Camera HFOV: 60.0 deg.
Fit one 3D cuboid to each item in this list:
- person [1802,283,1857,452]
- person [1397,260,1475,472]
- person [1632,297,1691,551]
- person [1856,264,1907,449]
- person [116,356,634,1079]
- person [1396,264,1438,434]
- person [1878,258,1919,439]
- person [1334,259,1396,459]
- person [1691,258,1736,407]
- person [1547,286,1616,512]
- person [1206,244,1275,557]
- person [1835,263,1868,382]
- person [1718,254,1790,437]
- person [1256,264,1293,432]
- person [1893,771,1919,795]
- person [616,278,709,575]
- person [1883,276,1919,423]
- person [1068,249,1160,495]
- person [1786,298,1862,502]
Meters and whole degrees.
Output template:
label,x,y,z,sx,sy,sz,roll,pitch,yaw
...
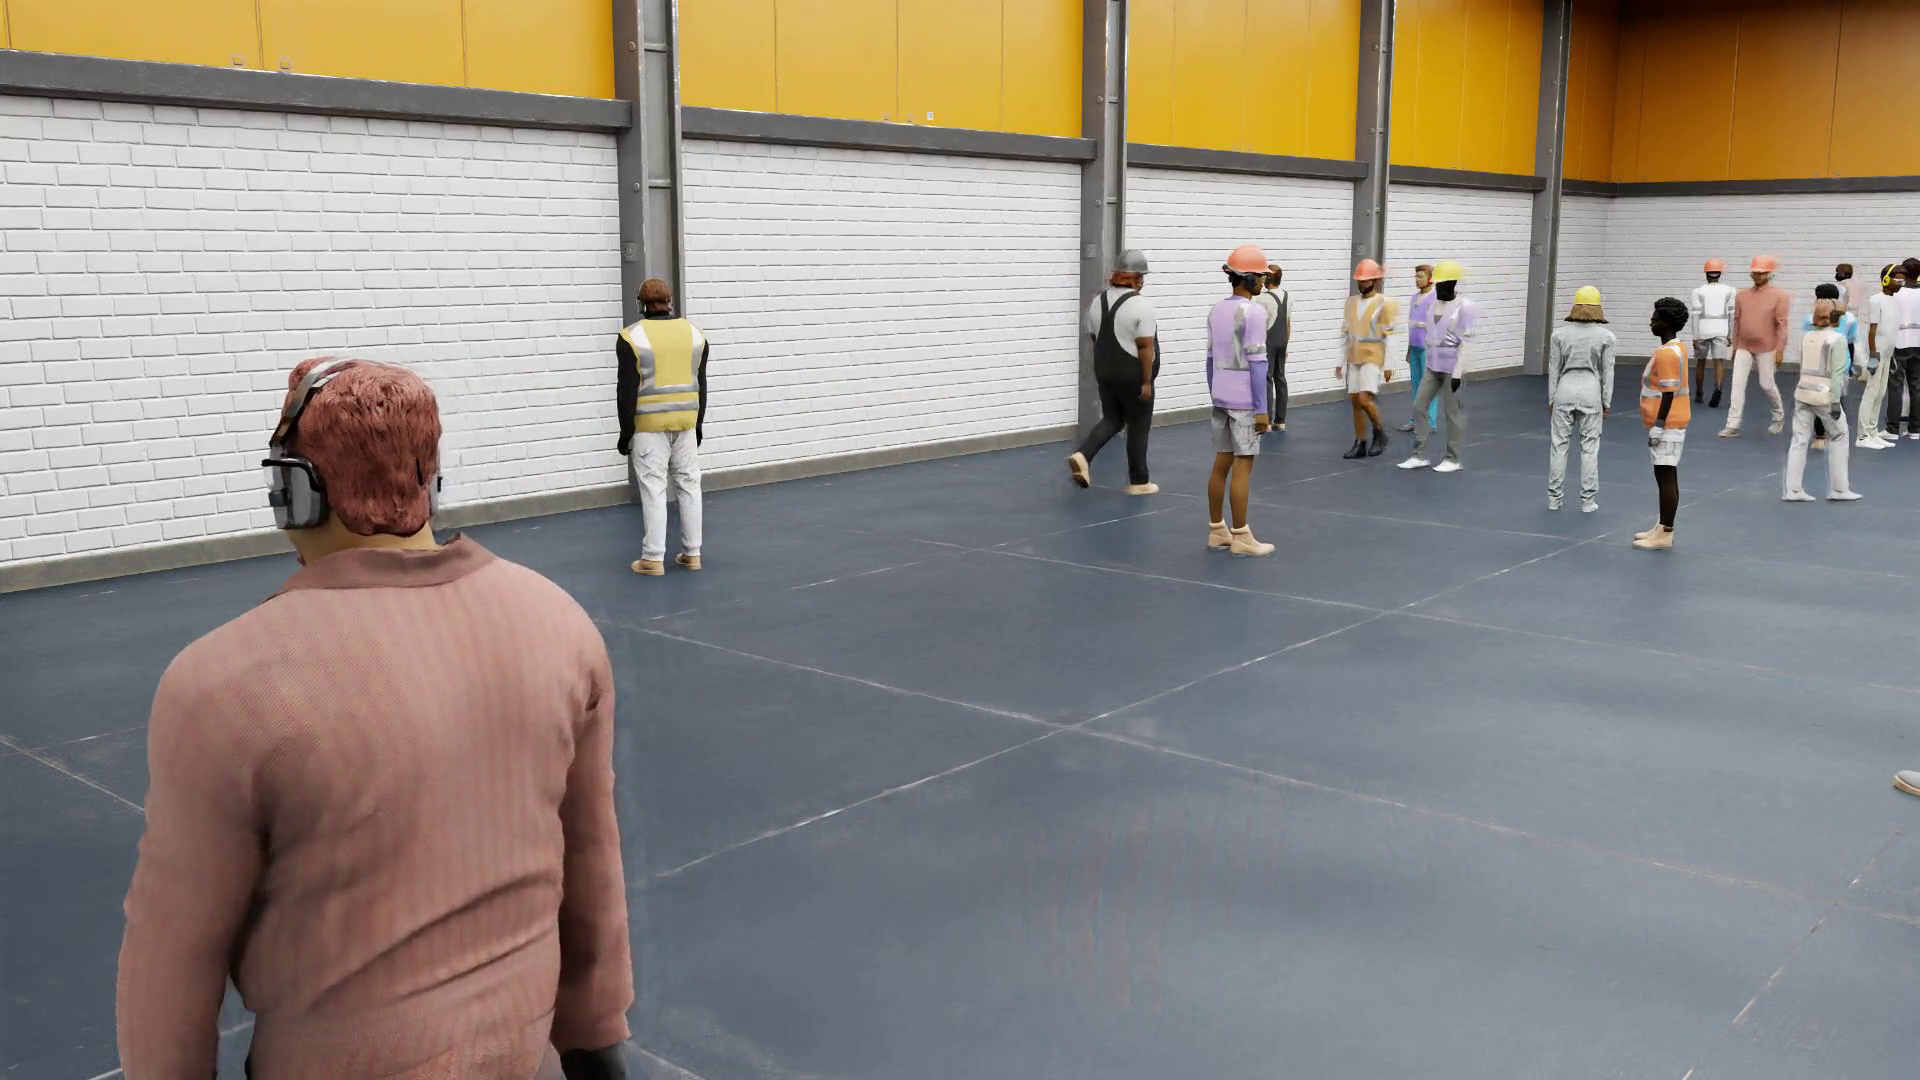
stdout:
label,x,y,z,sx,sy,sz,roll,pitch,yaw
person,8.593,-1.703,16.475,0.548,1.680,0.402,1,10,4
person,4.265,-1.541,14.923,0.694,1.903,0.603,-5,11,-27
person,4.732,-0.778,11.184,0.321,1.697,0.530,5,11,27
person,9.349,-1.854,16.844,0.514,1.865,0.329,-9,13,-41
person,-0.853,0.693,2.305,0.821,1.878,0.650,6,11,30
person,5.070,-2.073,18.140,0.376,1.843,0.573,-3,10,-16
person,10.025,-2.017,17.616,0.591,1.918,0.383,-1,10,-4
person,3.848,-1.709,15.879,0.405,1.918,0.566,-7,12,-36
person,9.670,-2.666,21.370,0.547,1.908,0.885,3,10,16
person,4.786,-1.086,12.844,0.480,1.734,0.335,5,11,25
person,1.855,-0.914,10.978,0.389,2.045,0.606,-4,11,-21
person,13.445,-3.294,25.231,0.617,1.810,0.947,-5,11,-25
person,8.592,-2.088,17.888,0.885,1.967,0.630,-7,12,-35
person,3.430,-2.109,18.348,0.506,1.846,0.346,-7,12,-35
person,3.731,0.025,6.077,0.573,1.886,0.359,-6,12,-32
person,-1.860,-0.698,10.344,0.624,1.837,0.430,-8,13,-38
person,11.077,-2.209,19.019,0.688,1.810,0.594,3,11,19
person,1.309,-1.368,13.567,0.739,2.000,0.691,-8,13,-38
person,6.917,-1.098,13.206,0.674,1.614,0.540,-2,10,-12
